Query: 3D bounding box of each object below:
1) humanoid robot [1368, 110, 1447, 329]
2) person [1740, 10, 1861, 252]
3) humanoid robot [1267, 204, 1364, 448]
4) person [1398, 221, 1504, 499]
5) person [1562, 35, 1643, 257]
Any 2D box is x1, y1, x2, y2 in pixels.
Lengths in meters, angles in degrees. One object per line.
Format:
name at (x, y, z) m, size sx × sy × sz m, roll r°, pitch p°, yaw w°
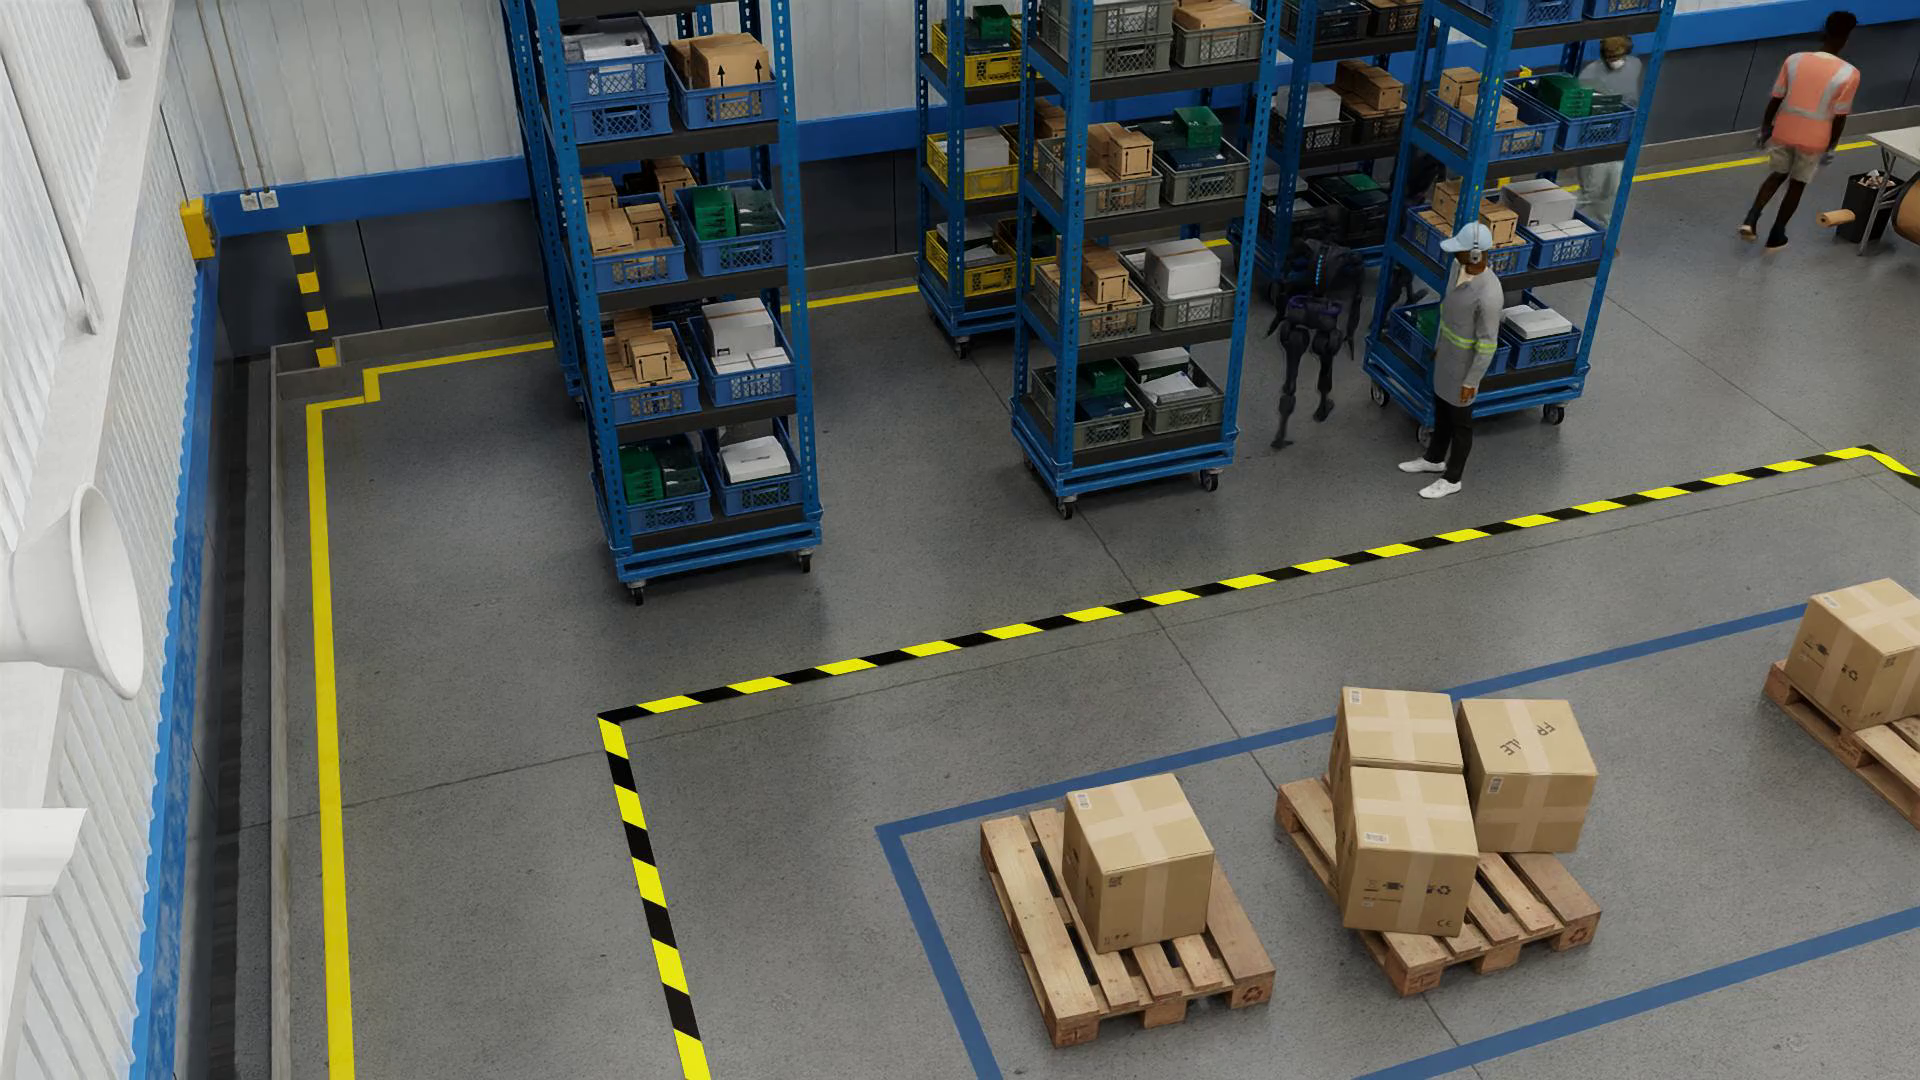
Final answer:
humanoid robot at (3.357, -2.362, 12.192) m, size 0.688 × 1.633 × 0.598 m, roll -18°, pitch 39°, yaw -24°
person at (6.641, -3.195, 13.142) m, size 0.540 × 1.937 × 0.599 m, roll -25°, pitch 42°, yaw -31°
humanoid robot at (2.308, -1.411, 10.893) m, size 0.608 × 1.630 × 0.799 m, roll 16°, pitch 38°, yaw 21°
person at (3.045, -1.105, 10.252) m, size 0.406 × 1.848 × 0.589 m, roll -5°, pitch 35°, yaw -6°
person at (5.008, -3.129, 13.098) m, size 0.685 × 1.889 × 0.598 m, roll -22°, pitch 41°, yaw -28°
